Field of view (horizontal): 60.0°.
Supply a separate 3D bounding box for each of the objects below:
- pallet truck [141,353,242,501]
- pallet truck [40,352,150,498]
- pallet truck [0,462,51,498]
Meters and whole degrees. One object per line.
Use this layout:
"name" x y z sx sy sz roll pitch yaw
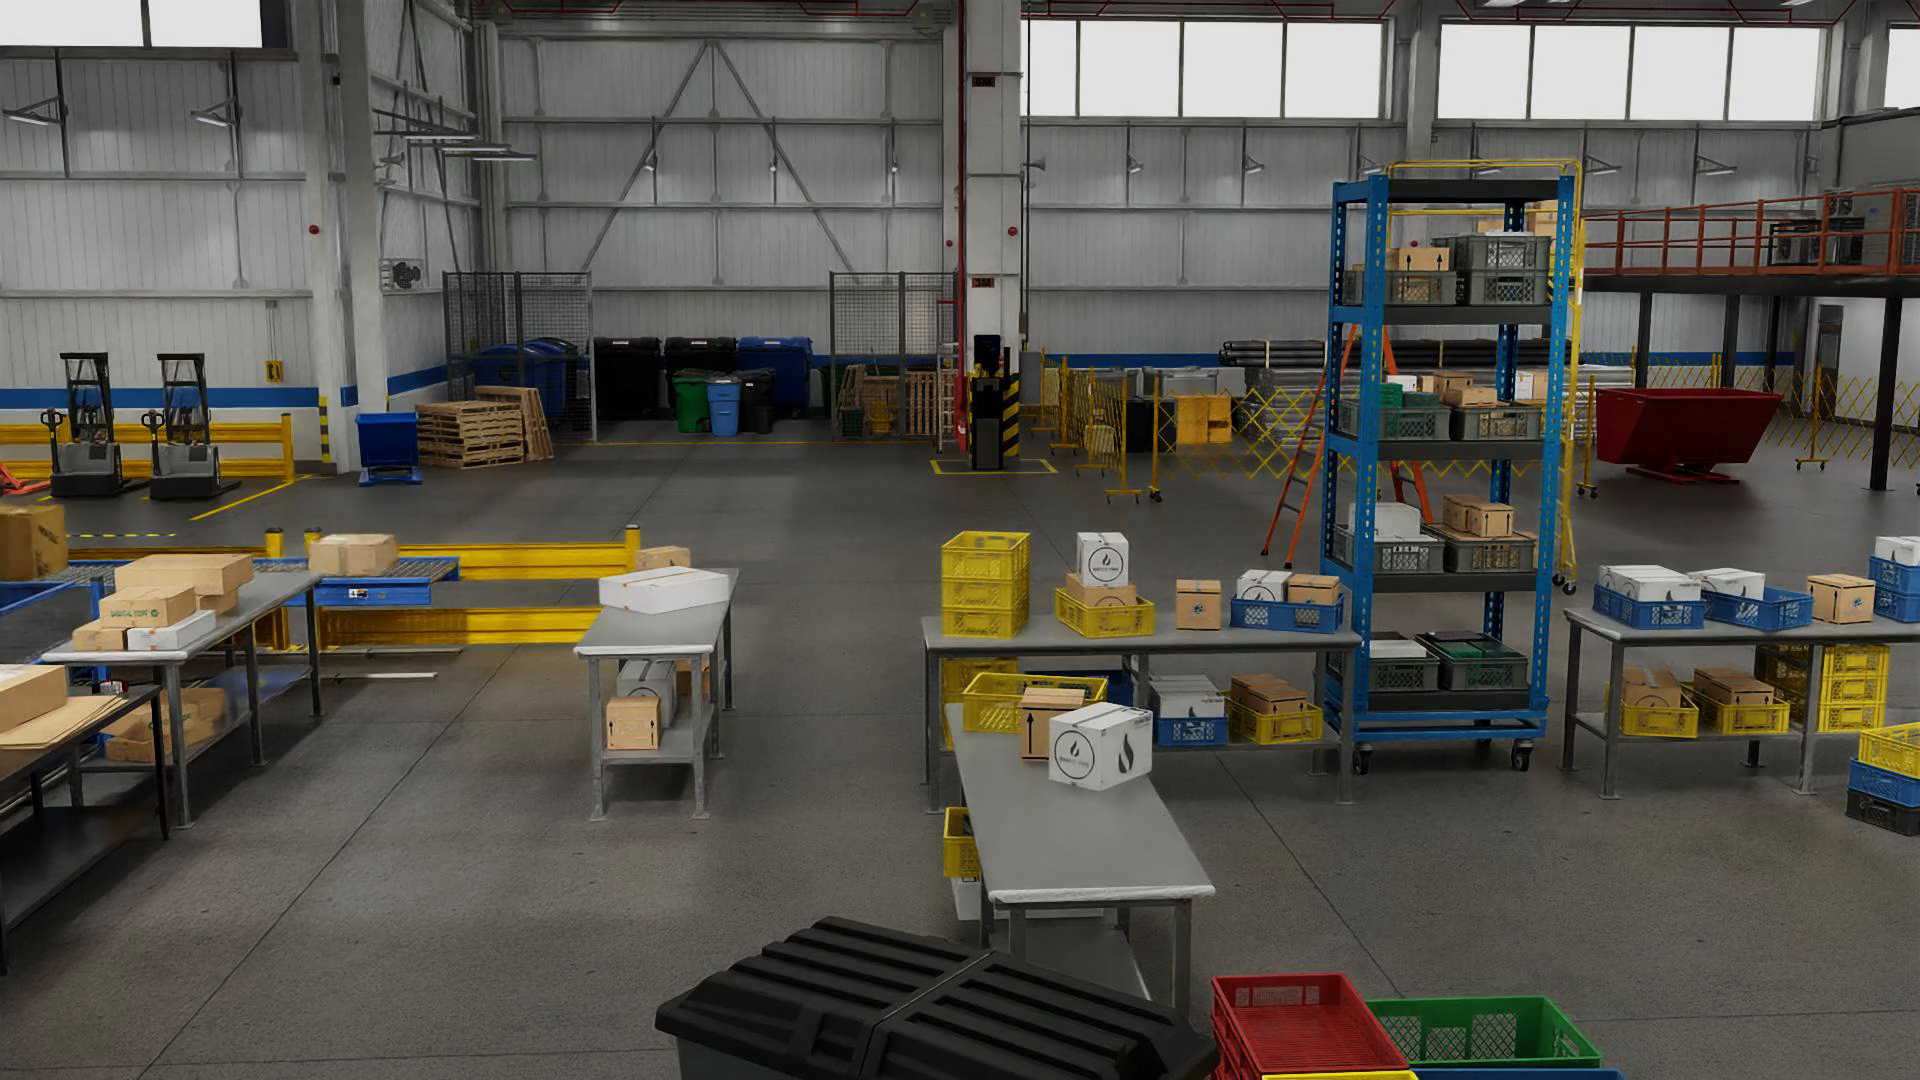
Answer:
"pallet truck" -10.520 -1.604 22.925 0.823 1.965 1.885 -1 9 -6
"pallet truck" -11.907 -1.642 23.165 0.823 1.965 1.885 0 9 0
"pallet truck" -13.193 -1.293 23.148 0.653 1.274 1.630 -1 9 -4
